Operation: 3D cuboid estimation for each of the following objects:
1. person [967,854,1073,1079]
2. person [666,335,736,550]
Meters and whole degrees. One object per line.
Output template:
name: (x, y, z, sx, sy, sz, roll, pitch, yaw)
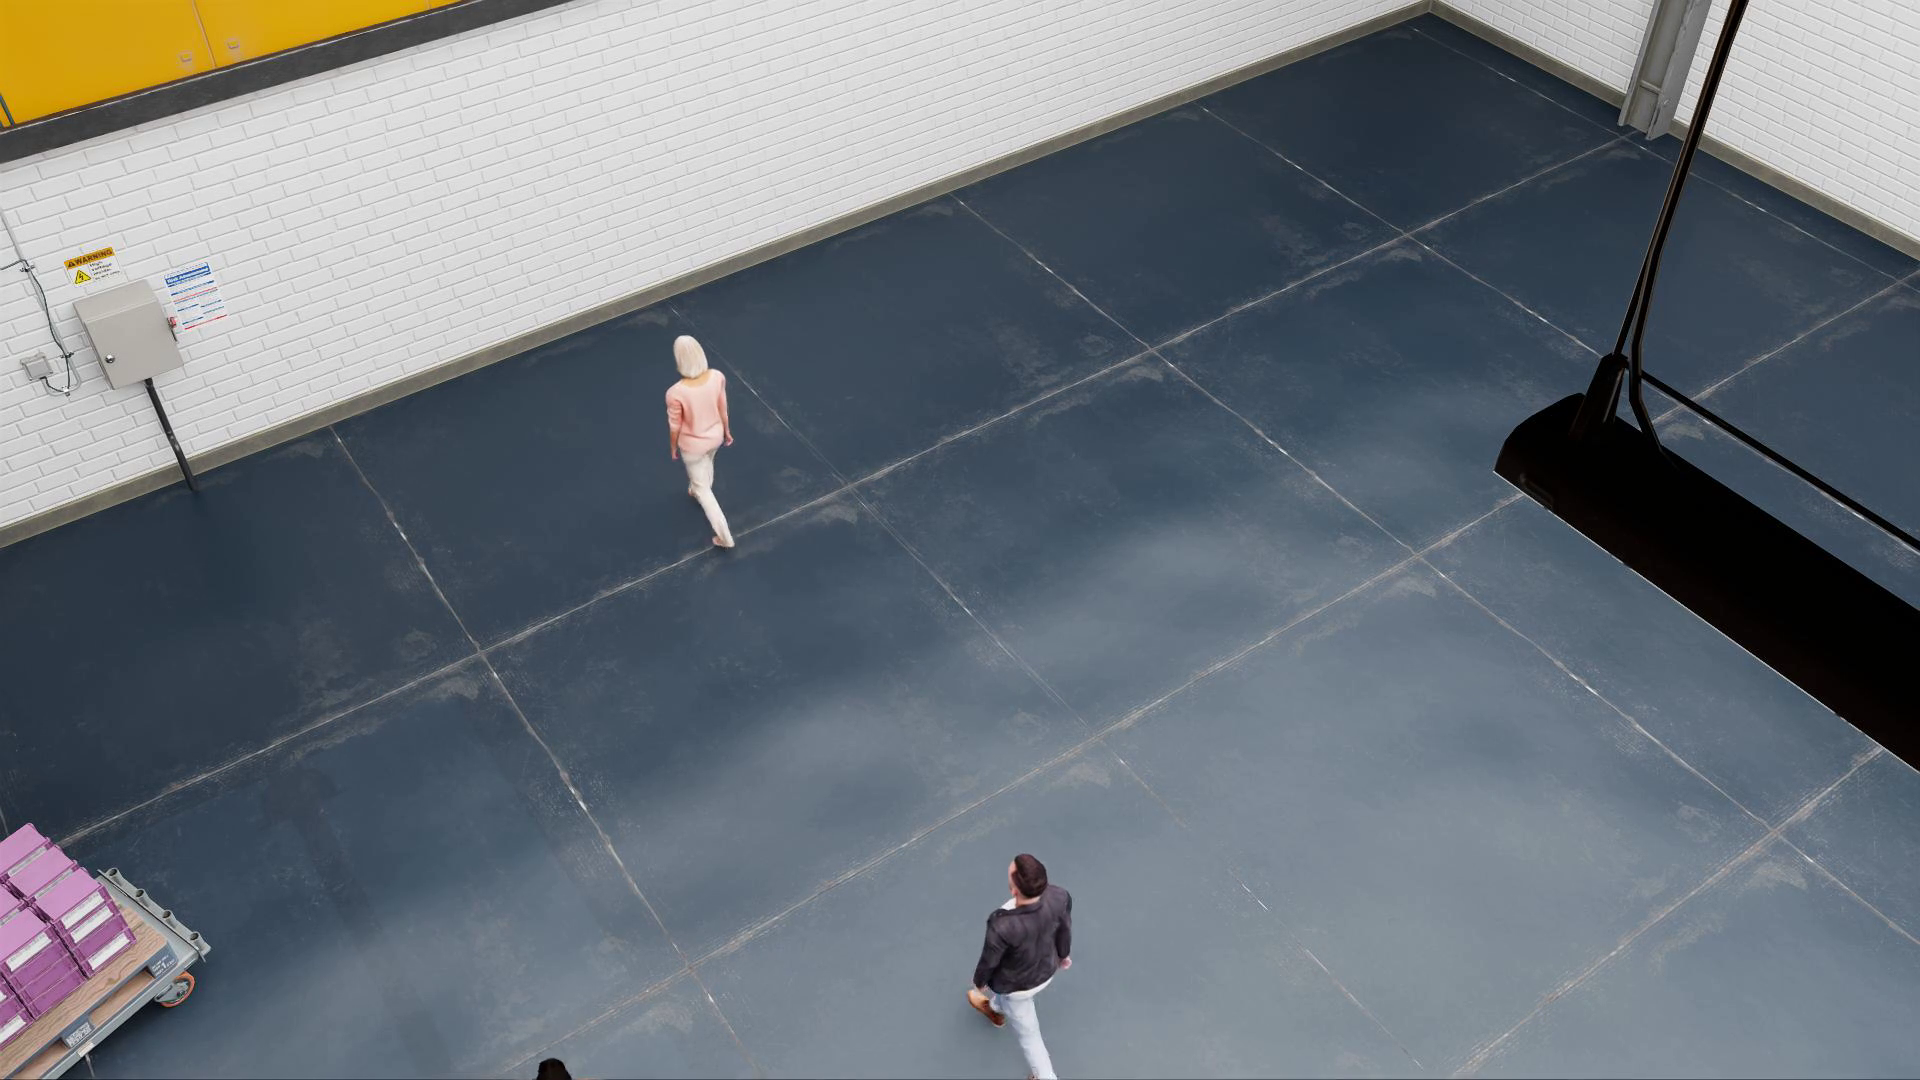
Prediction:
person: (0.373, 2.275, 8.485, 0.712, 1.800, 1.118, -28, 50, -26)
person: (-1.788, -0.662, 11.646, 0.628, 1.692, 1.042, -29, 50, -27)
